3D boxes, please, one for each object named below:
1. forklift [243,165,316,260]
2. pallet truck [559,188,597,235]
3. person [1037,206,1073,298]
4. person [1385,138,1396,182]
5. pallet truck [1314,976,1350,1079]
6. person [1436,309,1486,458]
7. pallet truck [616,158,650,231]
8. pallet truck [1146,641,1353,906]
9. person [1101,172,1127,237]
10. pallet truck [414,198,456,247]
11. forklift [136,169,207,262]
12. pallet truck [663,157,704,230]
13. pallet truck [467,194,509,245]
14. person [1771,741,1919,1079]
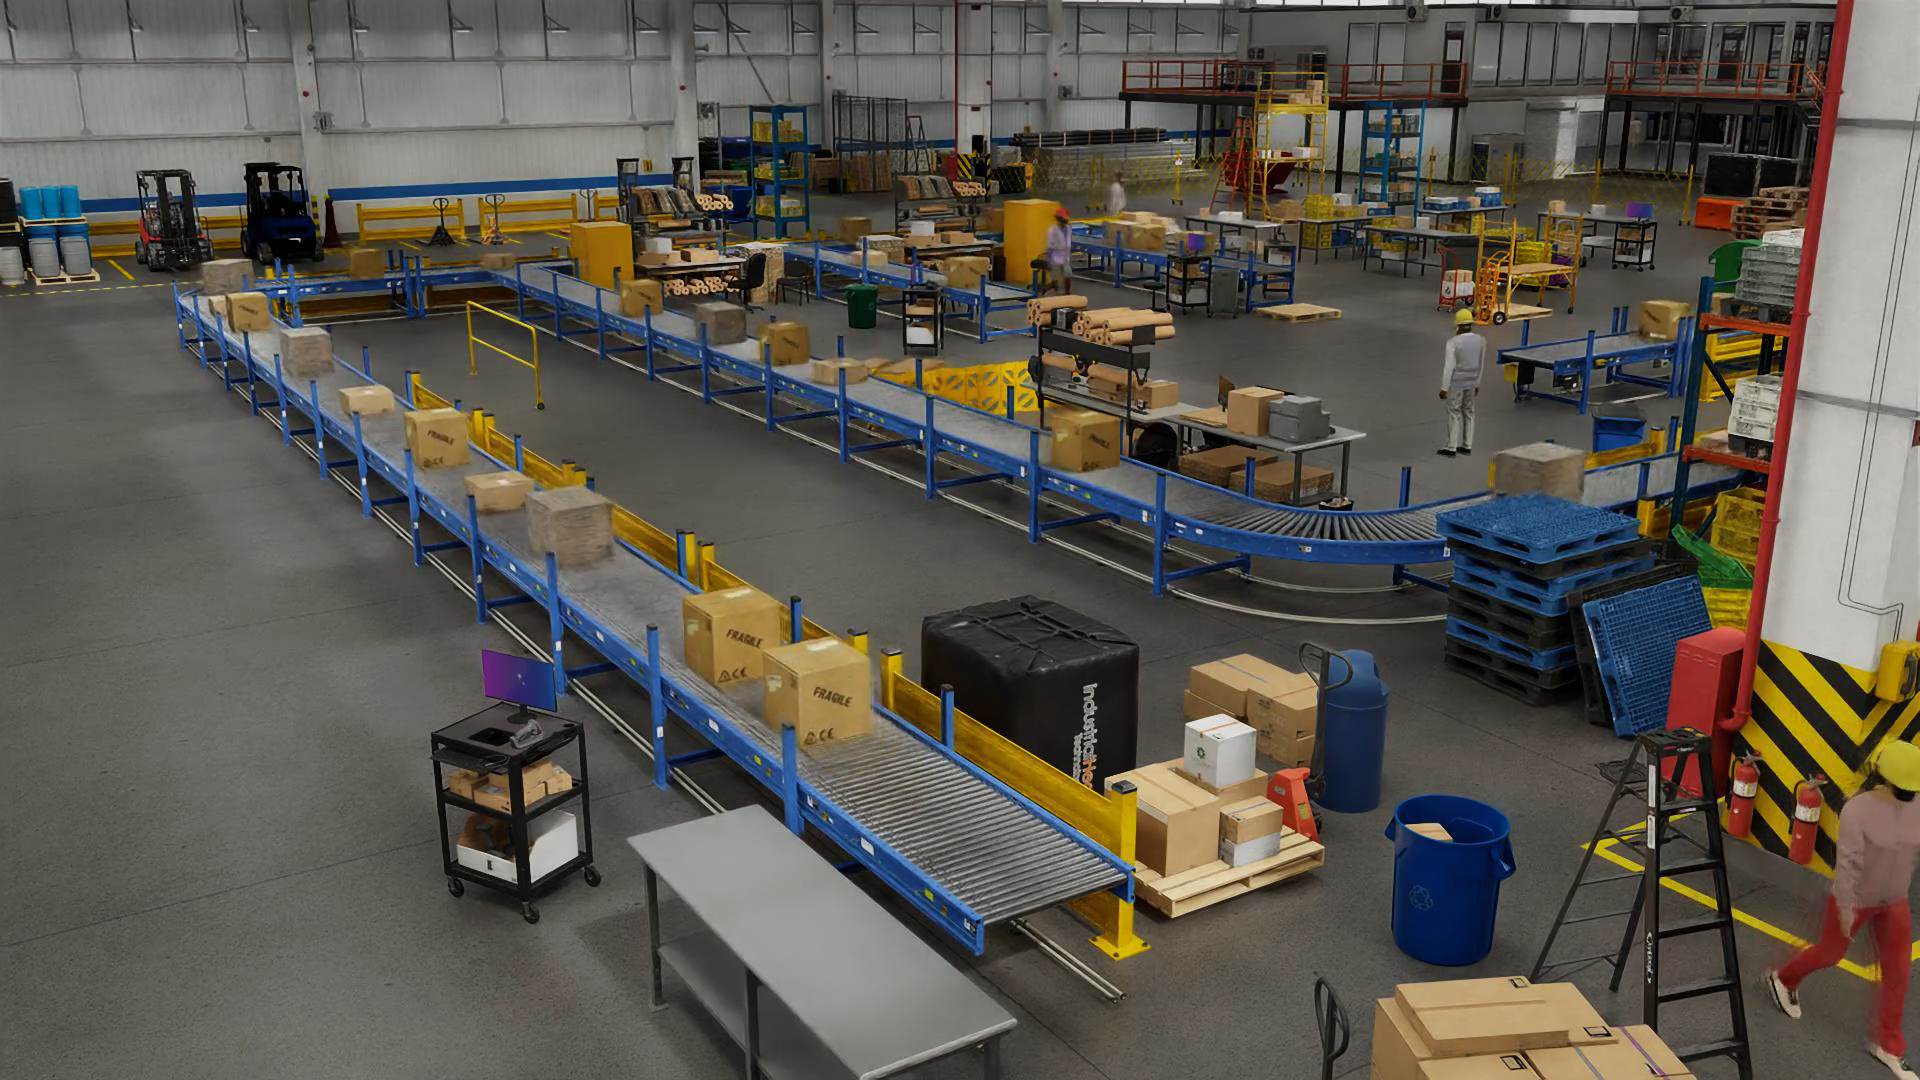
[{"bbox_3d":[-15.898,-7.669,38.708,1.157,1.987,2.680,-11,20,-33],"label":"forklift"},{"bbox_3d":[-10.010,-8.652,43.699,0.653,1.274,1.630,-10,20,-31],"label":"pallet truck"},{"bbox_3d":[1.827,-5.259,31.202,0.617,2.020,0.874,-14,22,-39],"label":"person"},{"bbox_3d":[14.485,-12.711,56.280,0.508,1.846,0.345,-14,22,-40],"label":"person"},{"bbox_3d":[2.299,2.390,7.086,1.601,1.201,0.680,-2,17,-7],"label":"pallet truck"},{"bbox_3d":[6.122,-1.913,20.375,0.591,1.829,0.404,-8,18,-24],"label":"person"},{"bbox_3d":[-8.918,-9.176,44.255,0.823,1.965,1.885,-9,19,-27],"label":"pallet truck"},{"bbox_3d":[1.664,1.407,10.232,1.630,1.274,0.653,-10,20,-31],"label":"pallet truck"},{"bbox_3d":[3.854,-8.163,41.124,0.904,1.864,0.664,2,17,6],"label":"person"},{"bbox_3d":[-13.250,-8.060,41.856,0.680,1.201,1.601,-10,20,-31],"label":"pallet truck"},{"bbox_3d":[-17.842,-7.318,37.559,1.157,1.987,2.680,-10,20,-31],"label":"forklift"},{"bbox_3d":[-7.586,-9.308,44.692,0.823,1.965,1.885,-11,20,-33],"label":"pallet truck"},{"bbox_3d":[-11.983,-8.177,42.137,0.704,1.261,1.522,-11,20,-33],"label":"pallet truck"},{"bbox_3d":[4.518,1.759,8.336,0.525,1.728,0.807,-2,17,-8],"label":"person"}]
